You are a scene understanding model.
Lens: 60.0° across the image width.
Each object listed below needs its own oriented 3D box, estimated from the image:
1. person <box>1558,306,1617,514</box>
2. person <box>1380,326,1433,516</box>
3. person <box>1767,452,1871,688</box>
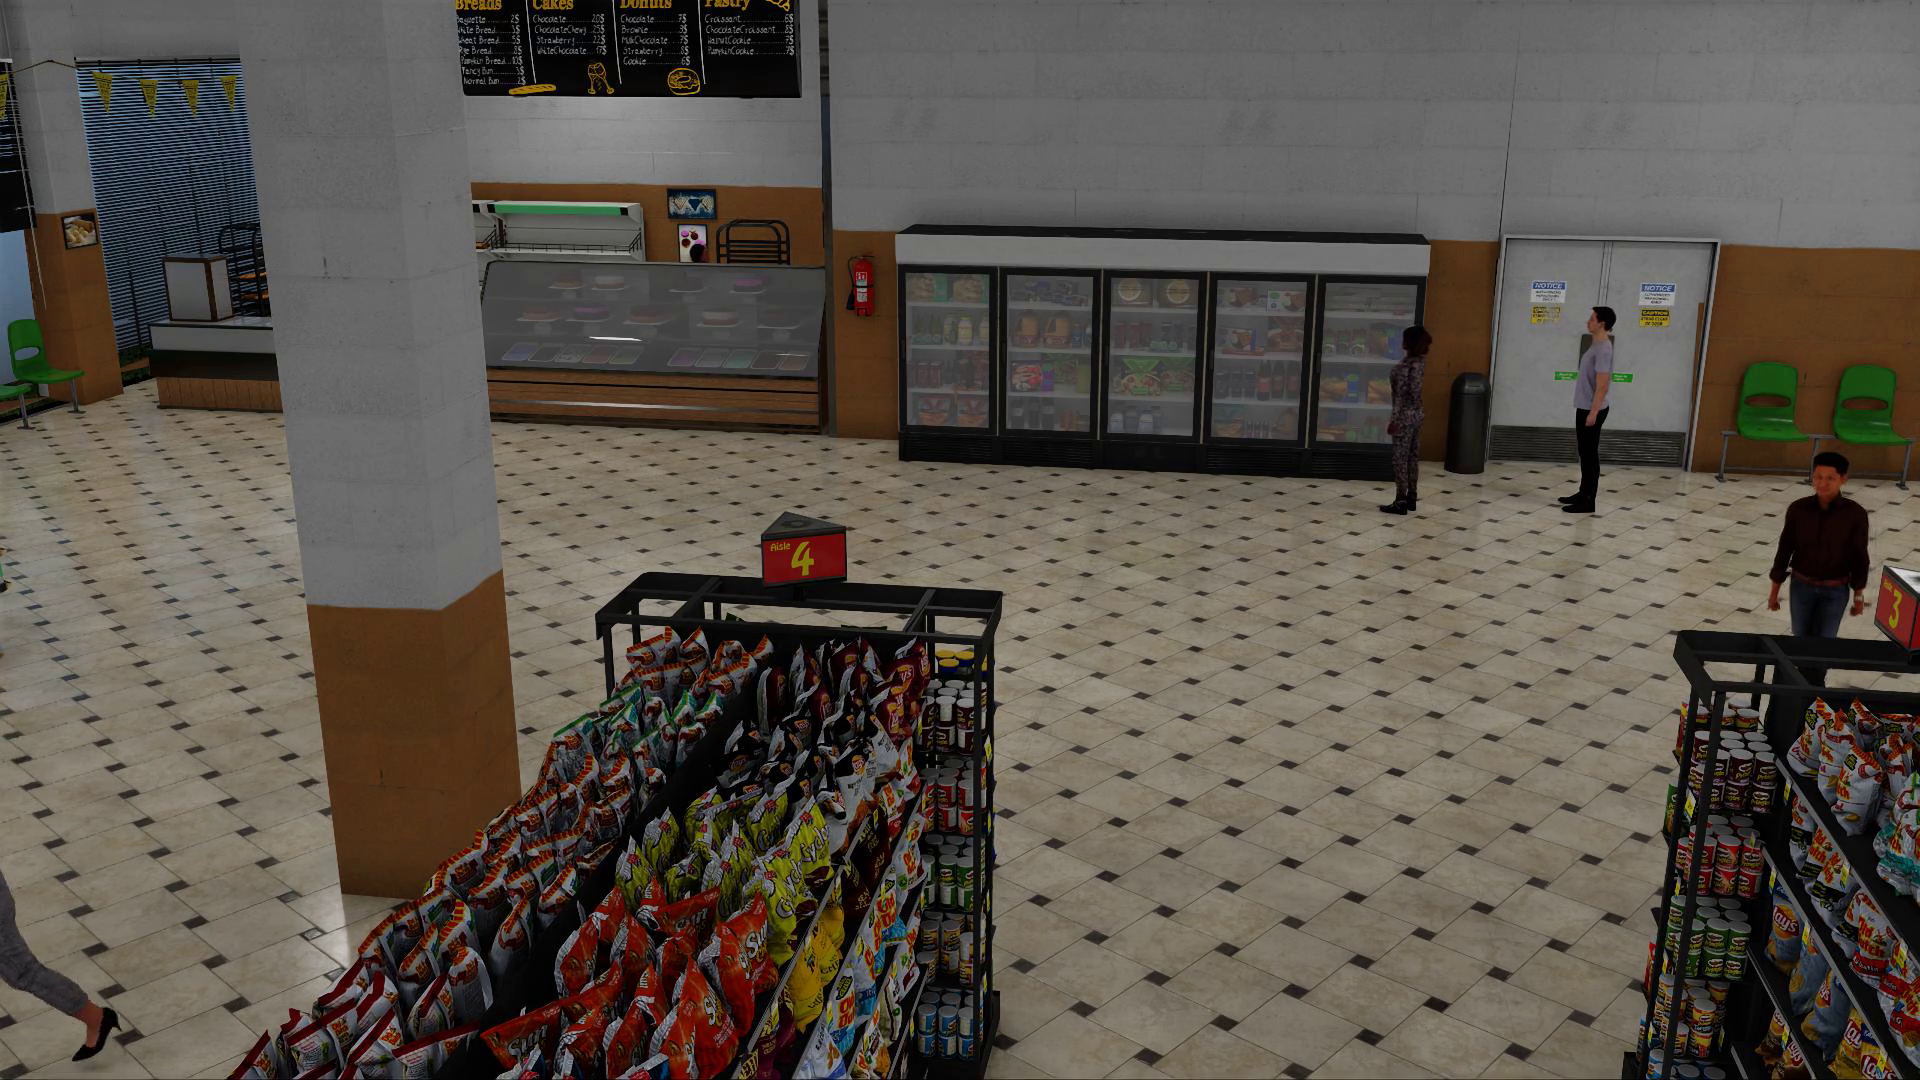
[{"bbox_3d":[5.729,-1.184,15.052,0.724,1.863,0.489,4,17,12],"label":"person"},{"bbox_3d":[4.031,-1.084,14.981,0.742,1.713,0.663,16,23,42],"label":"person"},{"bbox_3d":[5.351,0.304,10.330,0.811,1.760,0.839,13,21,37],"label":"person"}]
